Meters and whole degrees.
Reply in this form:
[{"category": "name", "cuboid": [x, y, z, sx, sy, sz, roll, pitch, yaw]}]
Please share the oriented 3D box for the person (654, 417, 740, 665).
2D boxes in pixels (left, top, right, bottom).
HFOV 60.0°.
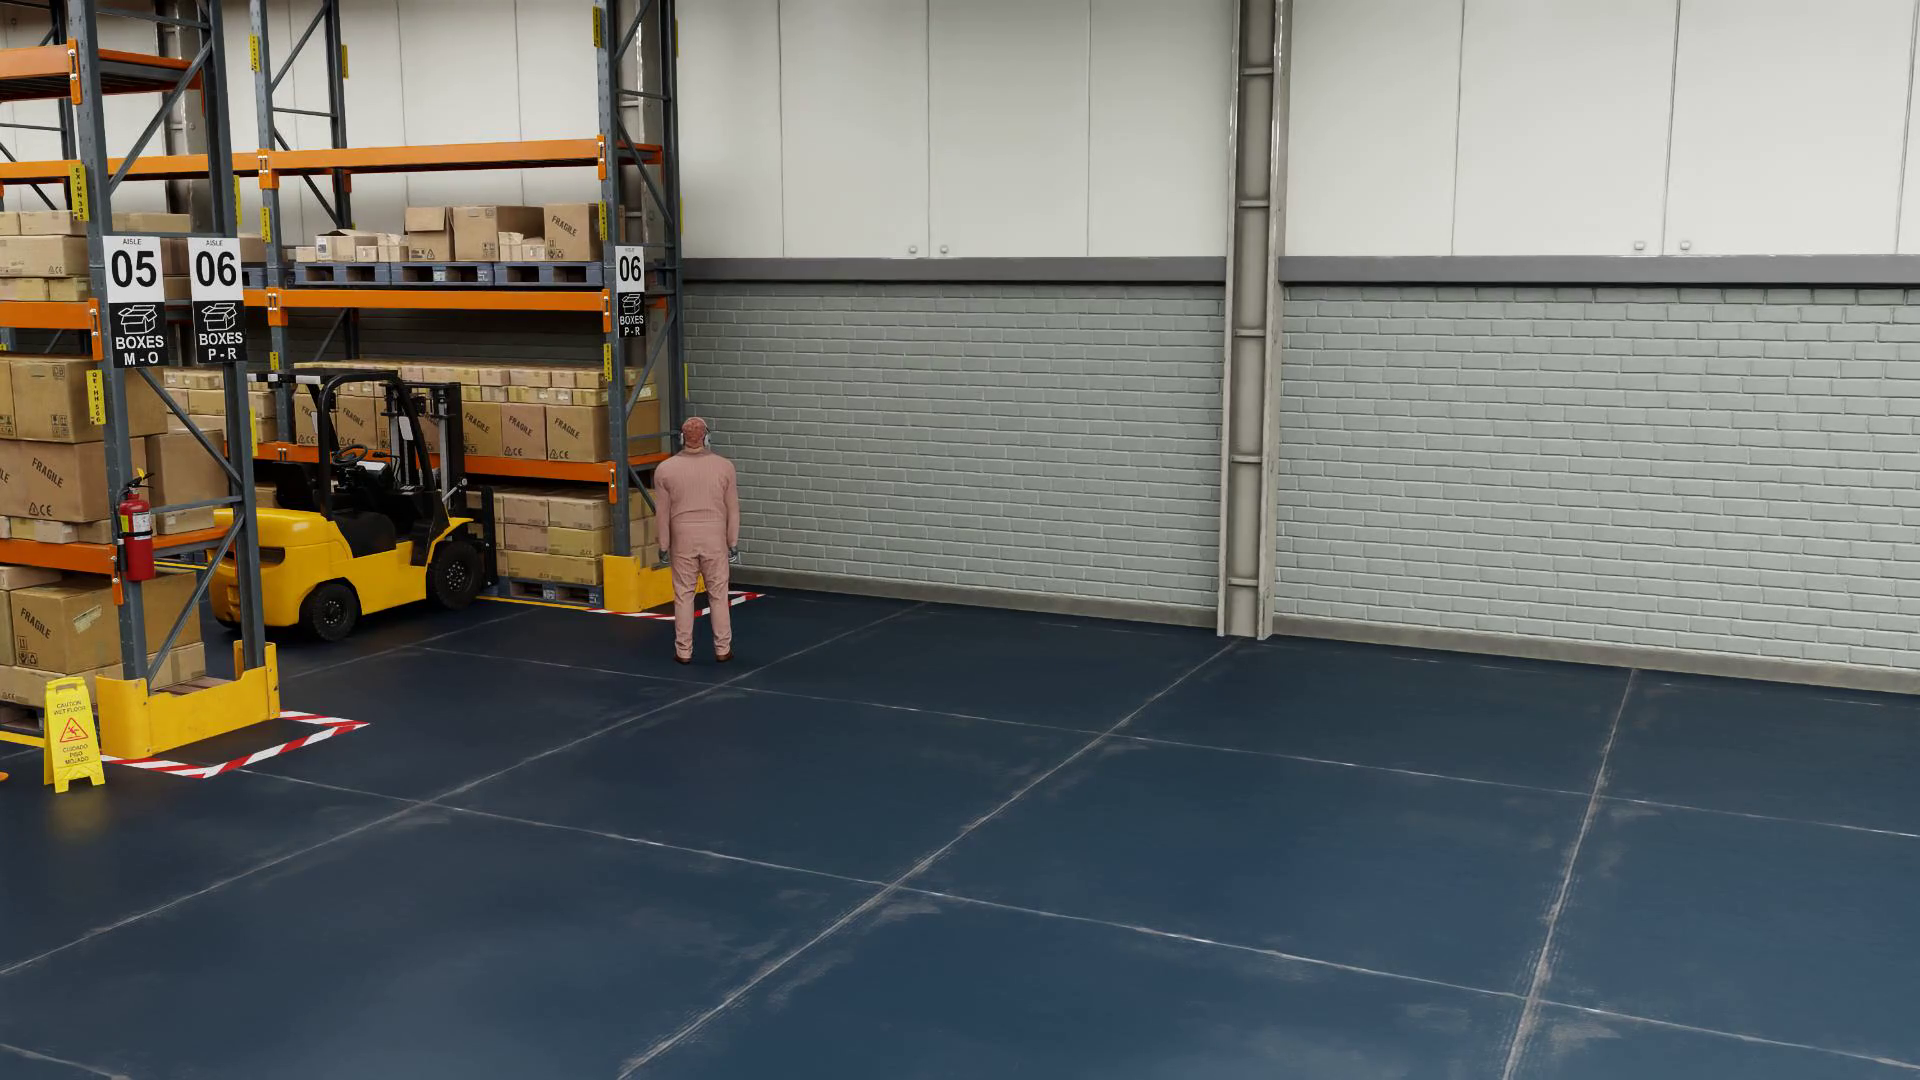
[{"category": "person", "cuboid": [-2.012, 0.009, 12.782, 0.640, 1.909, 0.409, -2, 9, -10]}]
